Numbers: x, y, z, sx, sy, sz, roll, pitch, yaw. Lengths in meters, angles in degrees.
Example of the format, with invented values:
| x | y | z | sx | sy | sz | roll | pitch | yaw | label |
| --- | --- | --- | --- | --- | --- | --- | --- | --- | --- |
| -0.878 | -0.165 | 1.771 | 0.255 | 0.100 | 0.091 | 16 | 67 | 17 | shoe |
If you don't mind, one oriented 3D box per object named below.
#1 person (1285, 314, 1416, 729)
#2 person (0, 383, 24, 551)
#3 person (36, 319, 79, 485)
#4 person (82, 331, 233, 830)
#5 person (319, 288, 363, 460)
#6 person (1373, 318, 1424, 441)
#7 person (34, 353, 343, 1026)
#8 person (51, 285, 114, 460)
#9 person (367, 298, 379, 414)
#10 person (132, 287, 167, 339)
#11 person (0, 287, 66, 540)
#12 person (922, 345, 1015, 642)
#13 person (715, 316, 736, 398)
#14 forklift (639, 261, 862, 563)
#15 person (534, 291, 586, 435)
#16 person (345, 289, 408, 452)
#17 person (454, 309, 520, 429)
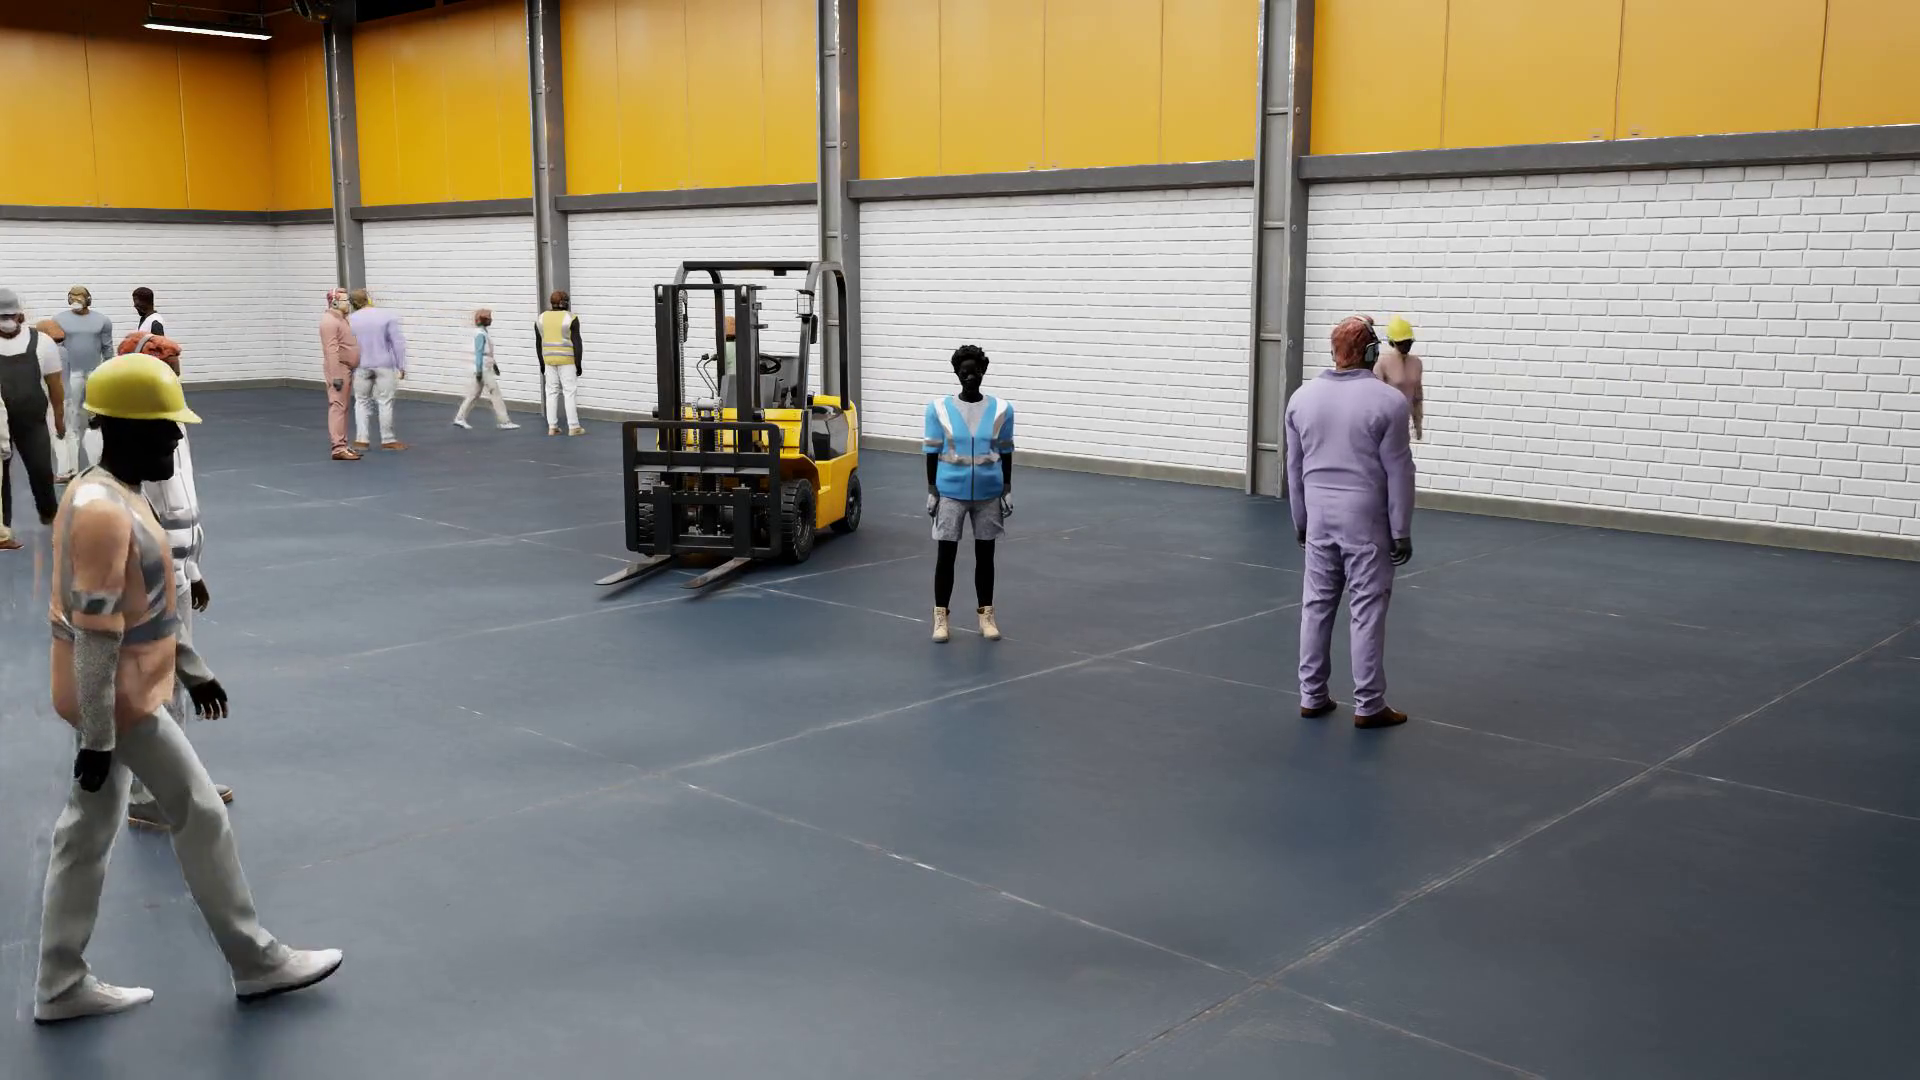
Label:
| x | y | z | sx | sy | sz | roll | pitch | yaw | label |
| --- | --- | --- | --- | --- | --- | --- | --- | --- | --- |
| 1.827 | -0.085 | 7.731 | 0.643 | 1.913 | 0.411 | 9 | 13 | 43 | person |
| -7.359 | -0.724 | 12.488 | 0.505 | 1.636 | 0.277 | 2 | 9 | 10 | person |
| -8.926 | -1.360 | 16.427 | 0.284 | 1.626 | 0.502 | -1 | 9 | -5 | person |
| -3.072 | 0.149 | 6.368 | 0.356 | 1.887 | 0.573 | 0 | 9 | 0 | person |
| -6.885 | -1.847 | 18.541 | 0.406 | 1.911 | 0.639 | -2 | 9 | -12 | person |
| 3.528 | -0.930 | 13.478 | 0.600 | 1.719 | 0.587 | -6 | 11 | -33 | person |
| -2.232 | 0.423 | 4.717 | 0.917 | 1.883 | 0.590 | -5 | 11 | -29 | person |
| -9.756 | -1.860 | 18.541 | 0.627 | 1.936 | 0.374 | -6 | 11 | -32 | person |
| -8.482 | -2.637 | 23.981 | 0.823 | 1.714 | 0.489 | 7 | 12 | 38 | person |
| -9.293 | -1.953 | 19.178 | 0.392 | 1.914 | 0.588 | -7 | 12 | -38 | person |
| -7.419 | -1.013 | 13.026 | 0.714 | 2.000 | 0.722 | -5 | 11 | -29 | person |
| 0.054 | -0.261 | 9.464 | 0.536 | 1.697 | 0.322 | -1 | 9 | -8 | person |
| -2.368 | -1.495 | 17.220 | 0.278 | 1.634 | 0.497 | 5 | 11 | 30 | person |
| -1.552 | -1.040 | 12.721 | 1.214 | 2.155 | 2.313 | 2 | 9 | 11 | forklift |
| -5.092 | -2.250 | 21.227 | 0.624 | 1.841 | 0.430 | 3 | 10 | 16 | person |
| -6.810 | -1.963 | 19.335 | 0.712 | 1.894 | 0.363 | -1 | 9 | -6 | person |
| -6.317 | -2.255 | 21.987 | 0.840 | 1.600 | 0.516 | -3 | 10 | -16 | person |
